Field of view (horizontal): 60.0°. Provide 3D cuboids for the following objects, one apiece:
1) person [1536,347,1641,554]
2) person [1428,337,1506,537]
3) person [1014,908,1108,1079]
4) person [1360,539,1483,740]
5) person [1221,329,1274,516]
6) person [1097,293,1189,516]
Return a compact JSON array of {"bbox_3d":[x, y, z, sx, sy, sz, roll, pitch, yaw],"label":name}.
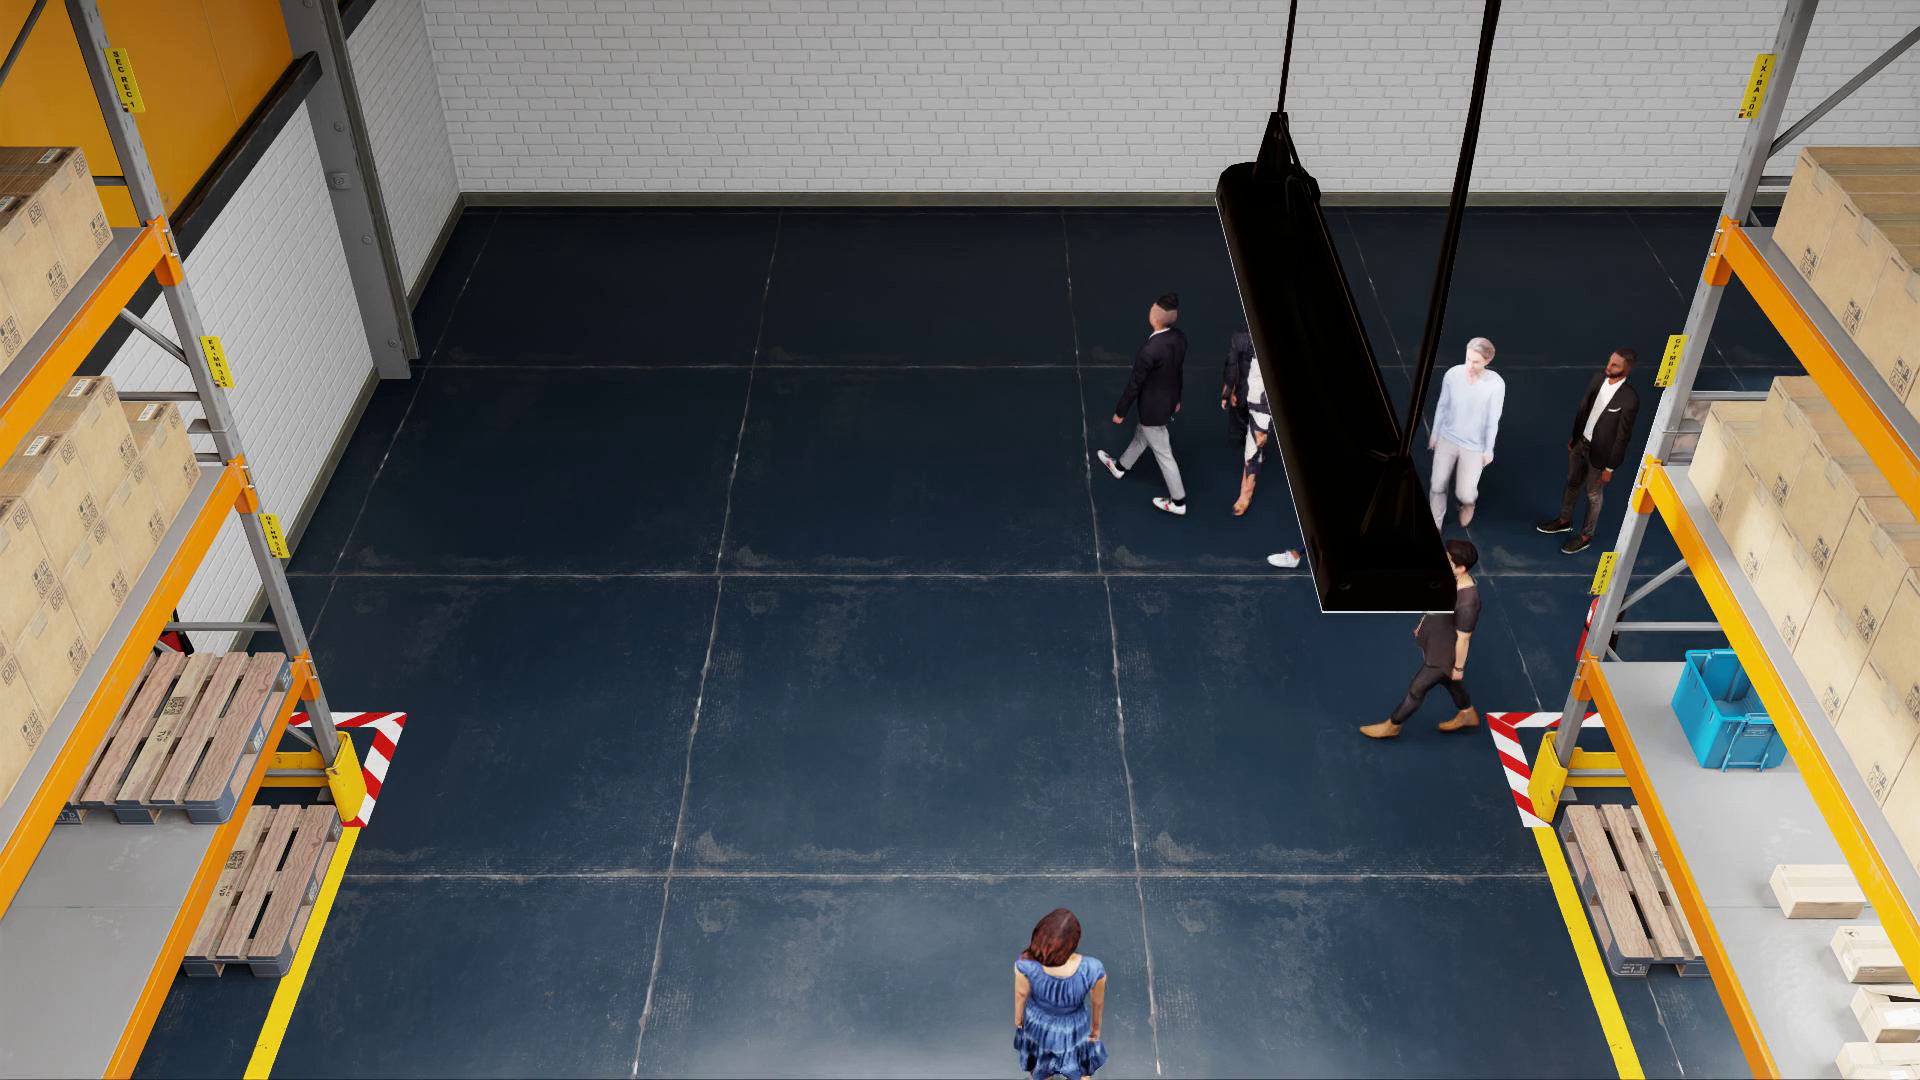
[{"bbox_3d":[4.889,-0.706,12.767,0.808,1.800,0.653,-14,41,-16],"label":"person"},{"bbox_3d":[3.897,-0.773,12.791,0.913,1.874,0.997,25,45,28],"label":"person"},{"bbox_3d":[0.501,2.606,8.624,0.678,1.795,0.819,2,39,2],"label":"person"},{"bbox_3d":[3.301,0.702,11.103,0.704,1.676,0.996,1,39,1],"label":"person"},{"bbox_3d":[2.378,-1.120,13.233,1.024,1.865,1.168,21,43,24],"label":"person"},{"bbox_3d":[1.627,-1.020,13.079,1.239,1.901,1.236,26,46,29],"label":"person"}]
